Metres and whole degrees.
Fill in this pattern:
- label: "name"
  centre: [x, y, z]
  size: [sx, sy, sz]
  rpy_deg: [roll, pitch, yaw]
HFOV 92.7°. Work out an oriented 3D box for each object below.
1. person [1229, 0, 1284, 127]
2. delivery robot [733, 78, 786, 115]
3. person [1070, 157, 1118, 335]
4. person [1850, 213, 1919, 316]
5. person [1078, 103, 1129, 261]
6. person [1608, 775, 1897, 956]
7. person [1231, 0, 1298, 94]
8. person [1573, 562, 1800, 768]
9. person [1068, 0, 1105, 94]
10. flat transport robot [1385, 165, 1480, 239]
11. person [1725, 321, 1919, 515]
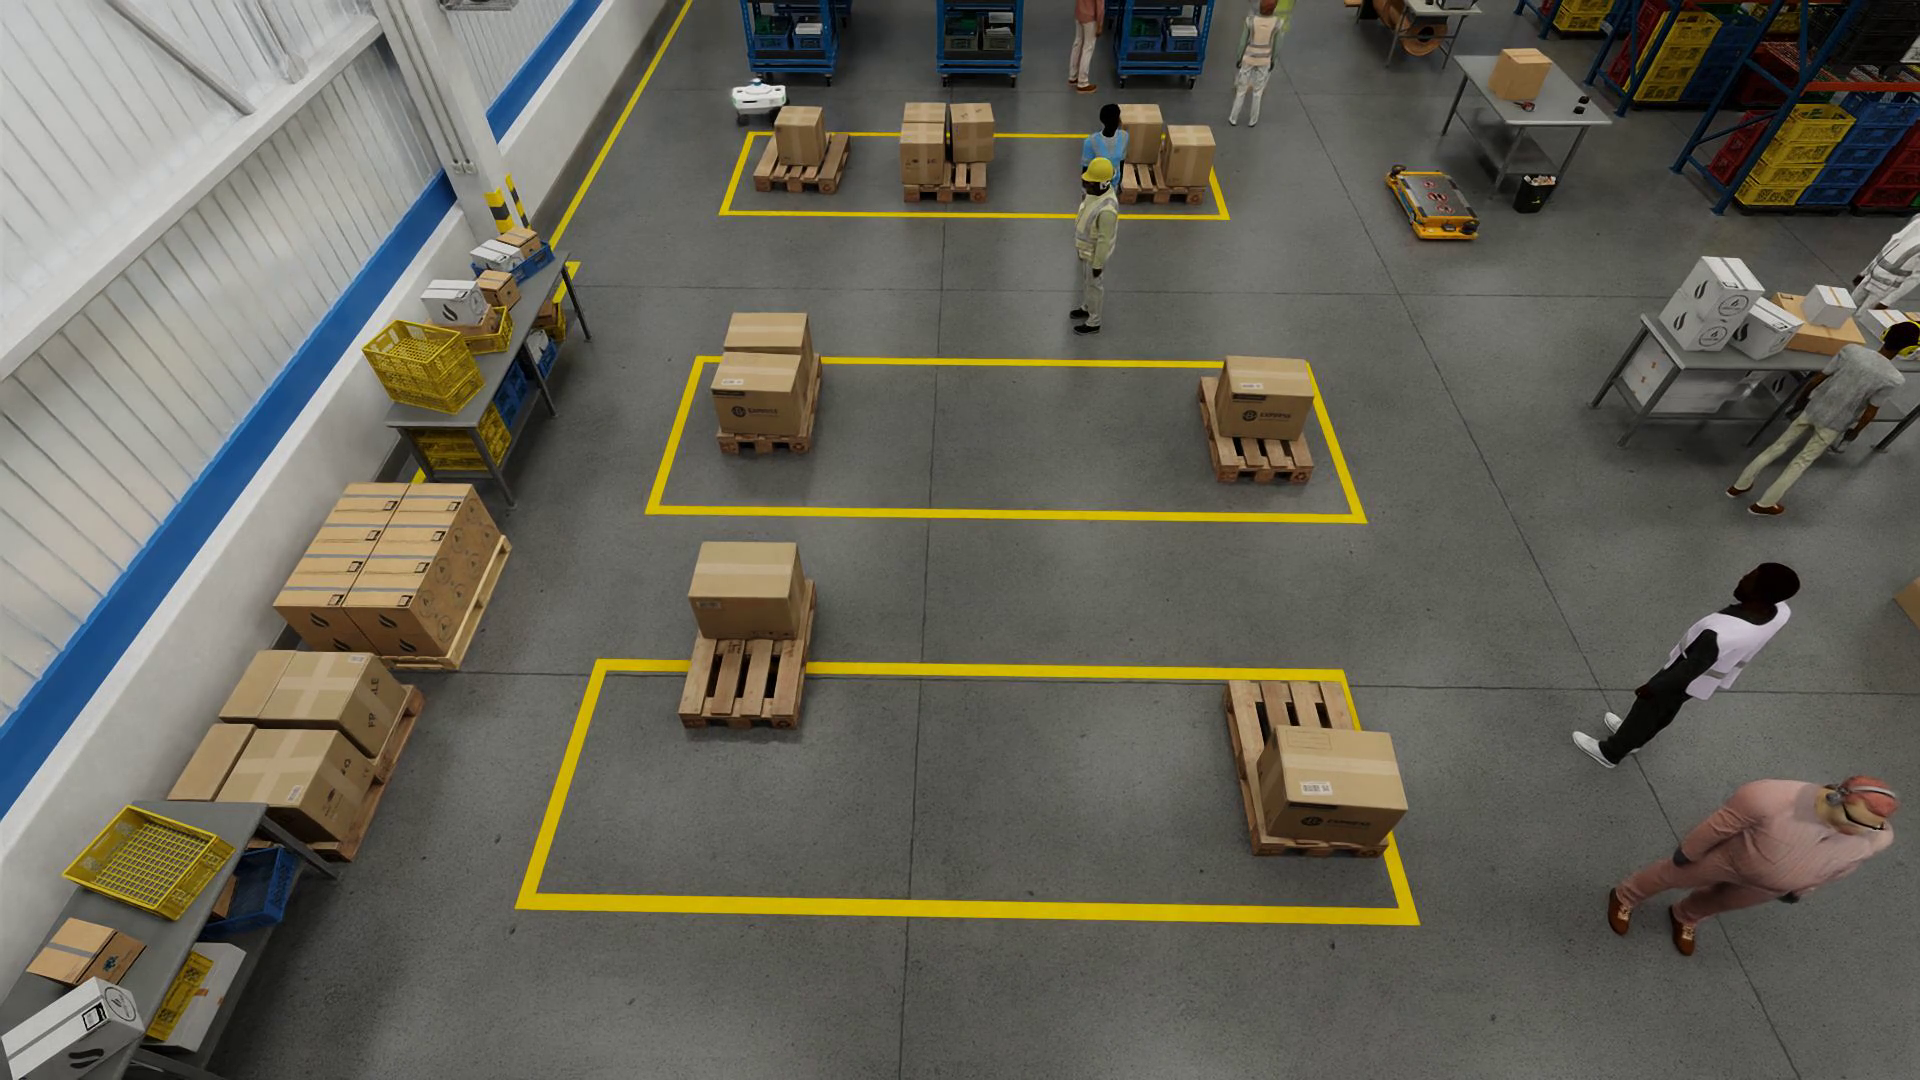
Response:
- label: "person"
  centre: [3.894, -6.290, 12.059]
  size: [0.511, 1.641, 0.307]
  rpy_deg: [9, 50, 8]
- label: "delivery robot"
  centre: [-2.724, -6.018, 12.477]
  size: [0.707, 0.478, 0.477]
  rpy_deg: [-4, 49, -4]
- label: "person"
  centre: [1.308, -2.869, 8.983]
  size: [0.404, 1.827, 0.598]
  rpy_deg: [-2, 49, -1]
- label: "person"
  centre: [8.529, -2.363, 8.500]
  size: [0.355, 1.886, 0.572]
  rpy_deg: [11, 50, 10]
- label: "person"
  centre: [1.536, -3.856, 9.913]
  size: [0.539, 1.700, 0.317]
  rpy_deg: [-16, 51, -14]
- label: "person"
  centre: [4.241, 1.756, 4.931]
  size: [0.639, 1.898, 0.397]
  rpy_deg: [18, 51, 15]
- label: "person"
  centre: [4.248, -7.117, 12.665]
  size: [0.692, 1.812, 0.560]
  rpy_deg: [-6, 49, -6]
- label: "person"
  centre: [4.551, 0.829, 5.716]
  size: [0.596, 1.916, 0.374]
  rpy_deg: [-20, 52, -16]
- label: "person"
  centre: [1.806, -7.250, 12.672]
  size: [0.415, 1.982, 0.623]
  rpy_deg: [-21, 52, -17]
- label: "flat transport robot"
  centre: [5.692, -4.094, 11.059]
  size: [0.652, 0.197, 1.431]
  rpy_deg: [1, 49, 1]
- label: "person"
  centre: [6.885, -0.955, 7.292]
  size: [0.316, 1.870, 0.531]
  rpy_deg: [-14, 51, -12]
